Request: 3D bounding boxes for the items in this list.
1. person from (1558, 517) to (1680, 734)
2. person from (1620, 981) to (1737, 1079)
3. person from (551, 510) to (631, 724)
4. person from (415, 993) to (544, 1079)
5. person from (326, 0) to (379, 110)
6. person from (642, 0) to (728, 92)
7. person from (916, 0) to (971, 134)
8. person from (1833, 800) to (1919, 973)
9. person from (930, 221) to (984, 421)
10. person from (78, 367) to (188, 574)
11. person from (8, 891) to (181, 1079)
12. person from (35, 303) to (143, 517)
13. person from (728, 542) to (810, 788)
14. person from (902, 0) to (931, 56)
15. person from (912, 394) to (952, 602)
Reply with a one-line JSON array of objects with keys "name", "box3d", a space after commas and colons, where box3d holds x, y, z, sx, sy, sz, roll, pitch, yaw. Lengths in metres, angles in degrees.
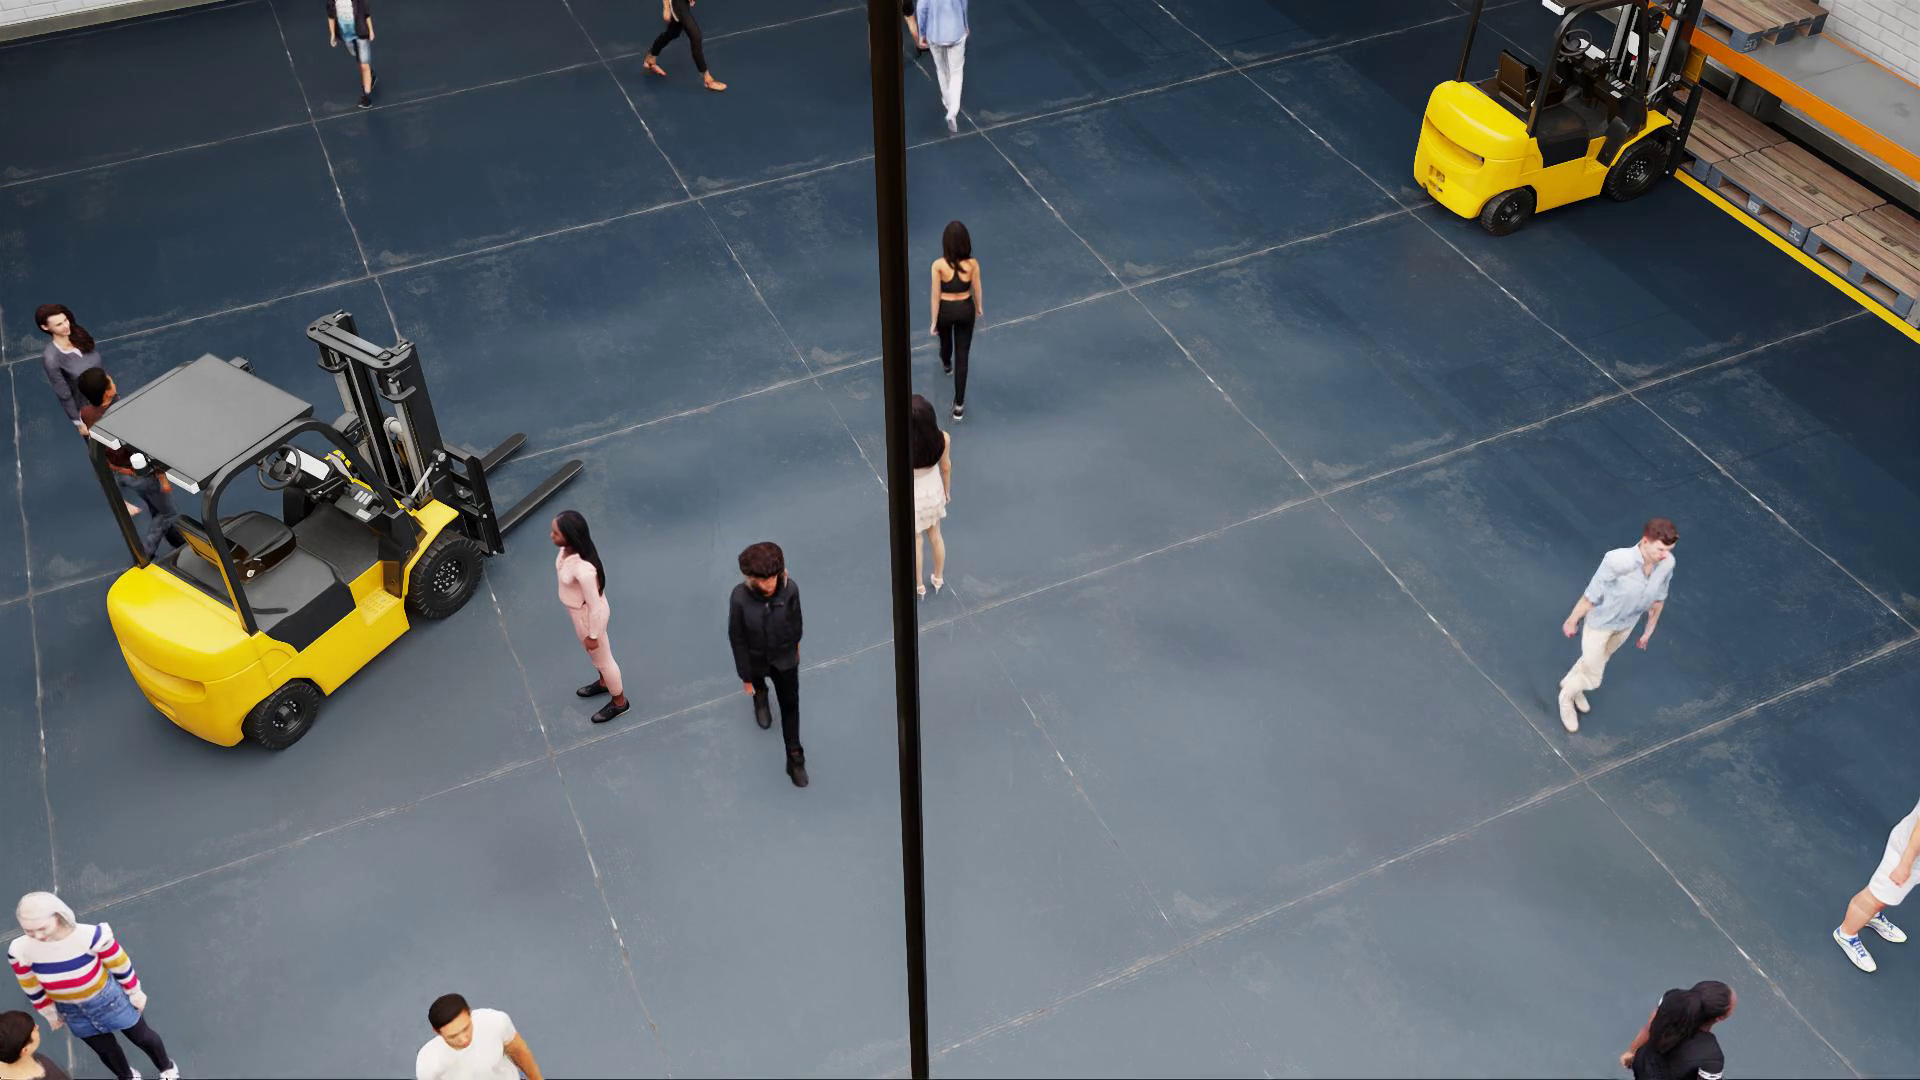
[{"name": "person", "box3d": [4.073, 0.474, 10.488, 0.763, 1.817, 0.797, -10, 45, -10]}, {"name": "person", "box3d": [3.392, 2.719, 8.222, 0.923, 1.692, 1.171, -5, 44, -6]}, {"name": "person", "box3d": [-2.360, 0.466, 10.566, 0.678, 1.721, 0.470, -19, 47, -19]}, {"name": "person", "box3d": [-2.406, 2.669, 8.228, 1.147, 1.767, 0.914, 31, 52, 28]}, {"name": "person", "box3d": [-6.043, -5.092, 16.625, 0.833, 1.411, 1.051, 2, 44, 2]}, {"name": "person", "box3d": [-2.918, -5.384, 16.666, 1.162, 1.777, 1.187, 9, 44, 9]}, {"name": "person", "box3d": [-0.132, -4.853, 16.060, 0.975, 1.845, 1.199, 3, 44, 3]}, {"name": "person", "box3d": [5.329, 1.668, 9.208, 0.730, 1.855, 0.638, -28, 50, -26]}, {"name": "person", "box3d": [-0.028, -1.679, 12.906, 0.831, 1.601, 1.154, -4, 44, -4]}, {"name": "person", "box3d": [-5.718, -0.408, 11.454, 1.020, 1.762, 1.078, 14, 45, 14]}, {"name": "person", "box3d": [-4.426, 2.353, 8.522, 0.687, 1.809, 0.567, -10, 45, -11]}, {"name": "person", "box3d": [-6.275, -0.971, 12.040, 0.753, 1.768, 0.656, 8, 44, 8]}, {"name": "person", "box3d": [-1.233, 0.640, 10.382, 0.728, 1.723, 1.160, -12, 45, -12]}, {"name": "person", "box3d": [-0.750, -5.475, 16.863, 1.039, 1.637, 0.898, 31, 52, 29]}, {"name": "person", "box3d": [-0.258, -0.271, 11.329, 0.572, 1.737, 0.533, -16, 46, -16]}]
